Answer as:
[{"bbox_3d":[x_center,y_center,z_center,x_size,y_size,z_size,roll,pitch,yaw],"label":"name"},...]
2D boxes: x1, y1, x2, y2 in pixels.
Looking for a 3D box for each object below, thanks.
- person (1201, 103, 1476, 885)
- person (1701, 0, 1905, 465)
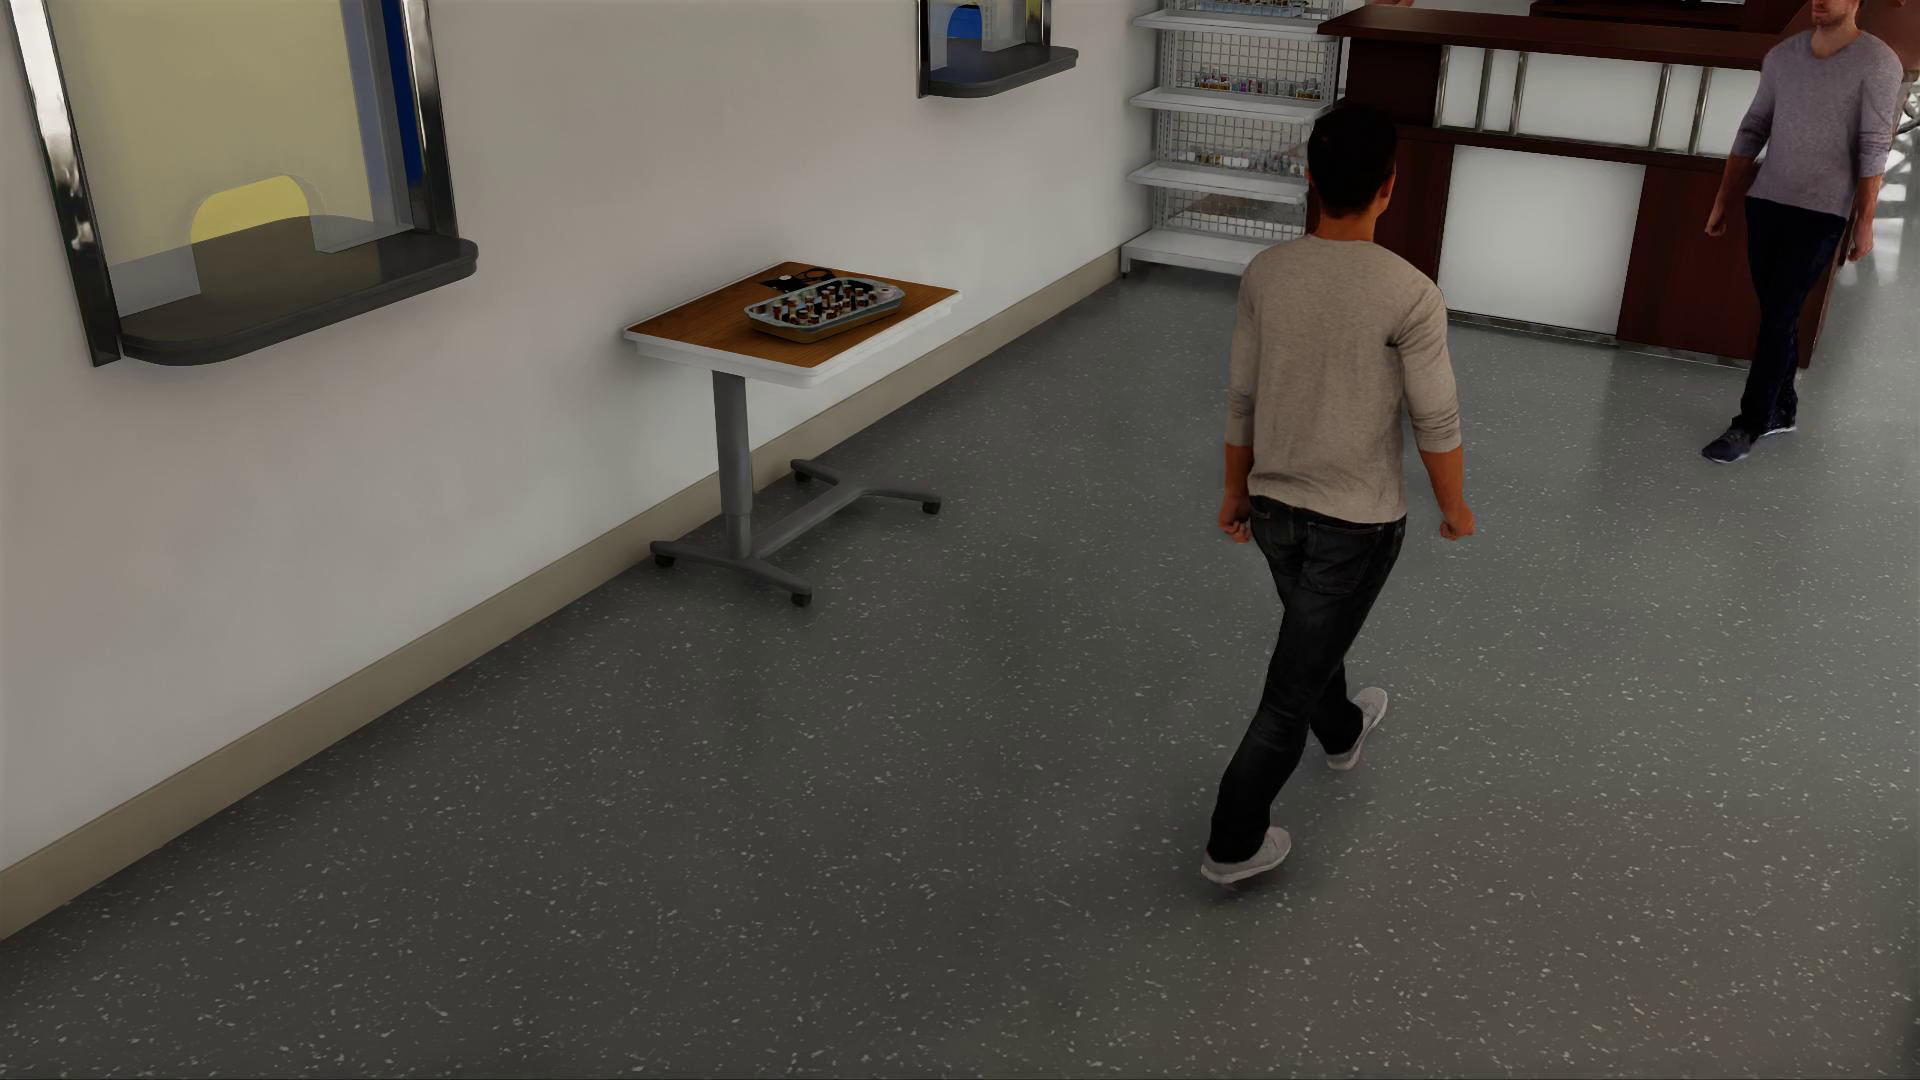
[{"bbox_3d":[0.769,-0.016,3.718,1.108,1.766,0.903,22,34,38],"label":"person"},{"bbox_3d":[3.158,-1.209,6.127,1.028,1.822,1.004,-12,28,-24],"label":"person"}]
